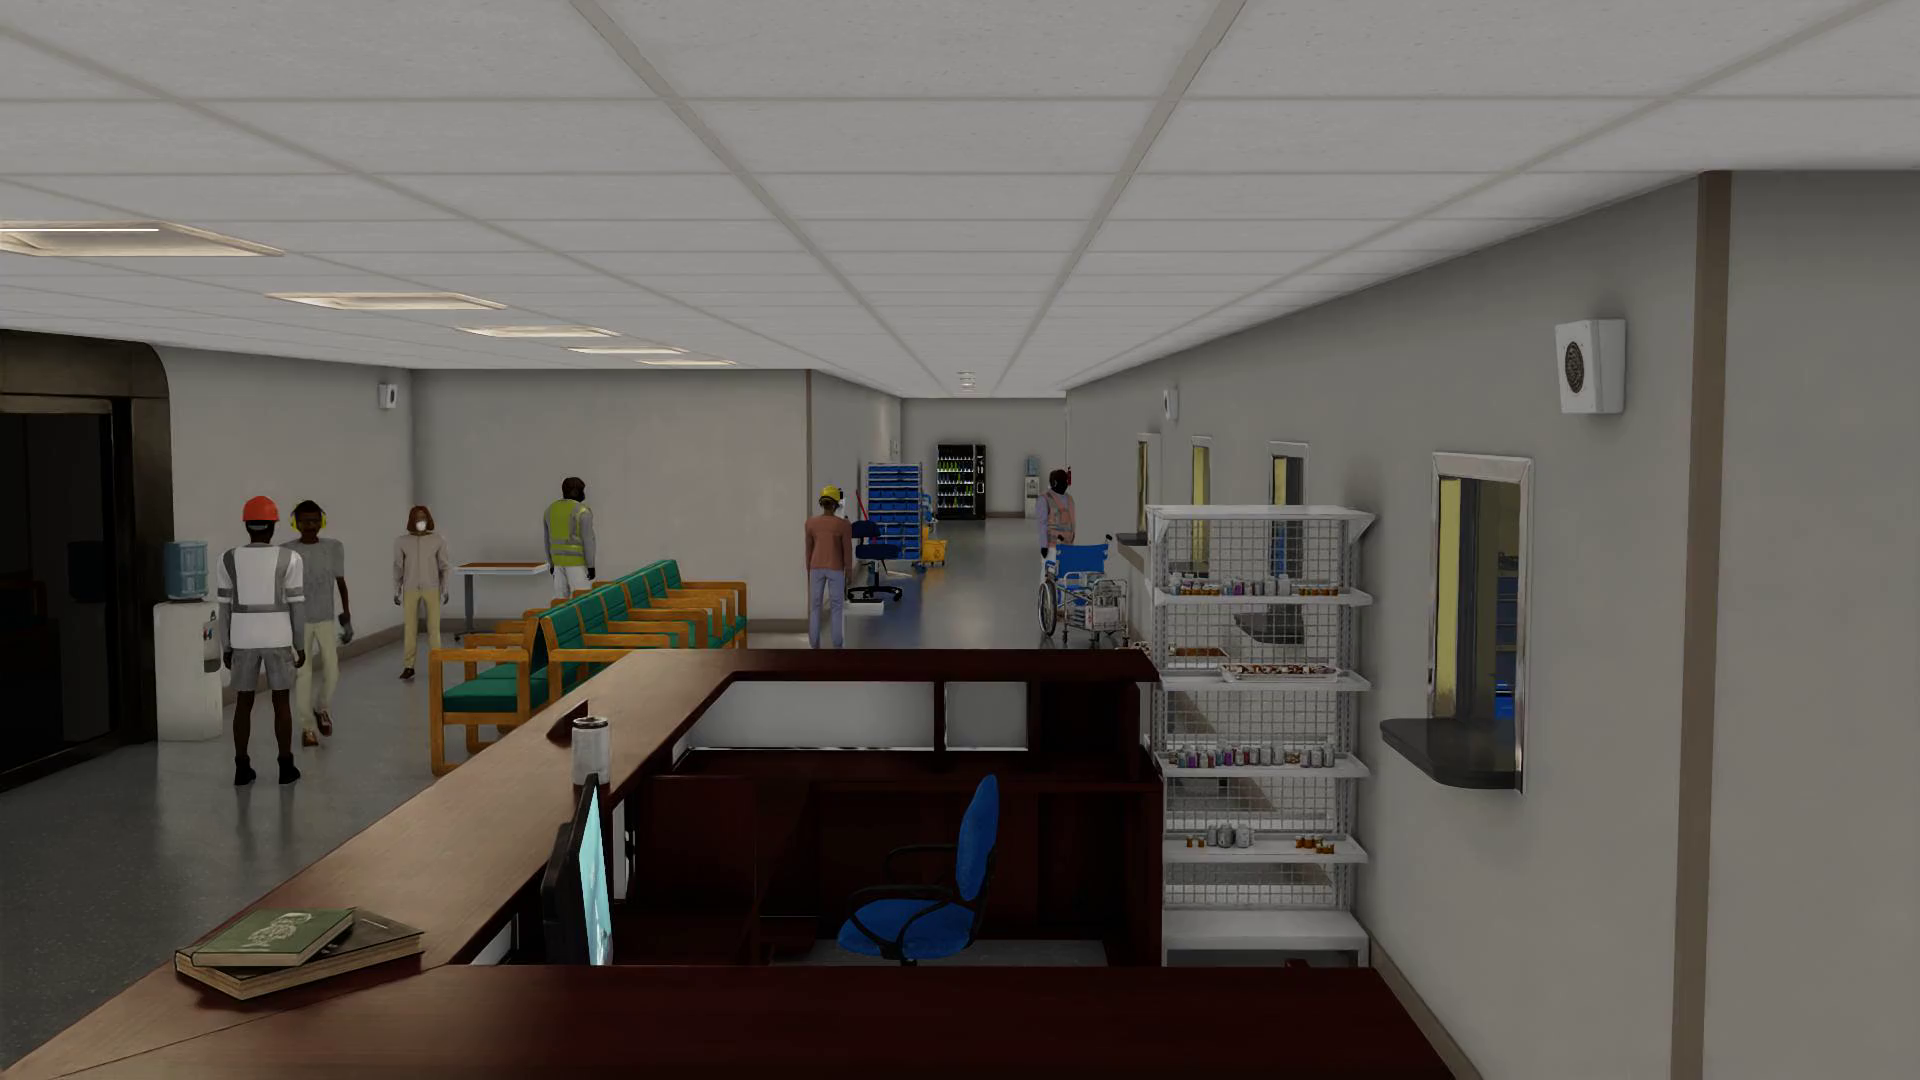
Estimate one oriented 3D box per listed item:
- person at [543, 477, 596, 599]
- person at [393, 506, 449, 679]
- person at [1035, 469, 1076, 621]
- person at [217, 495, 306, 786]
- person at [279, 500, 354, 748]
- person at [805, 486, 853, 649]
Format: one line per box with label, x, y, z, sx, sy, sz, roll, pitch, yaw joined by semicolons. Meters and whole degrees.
person;-4.076;0.254;17.514;0.633;1.839;0.429;2;5;29
person;-5.057;0.490;15.618;0.508;1.632;0.273;-1;4;-11
person;1.193;0.060;20.214;0.430;1.845;0.619;4;6;42
person;-4.652;0.668;11.109;0.546;1.928;0.388;-1;4;-10
person;-4.798;0.619;12.367;0.576;1.843;0.449;-2;5;-31
person;-1.353;0.318;17.187;0.518;1.756;0.344;1;4;14
